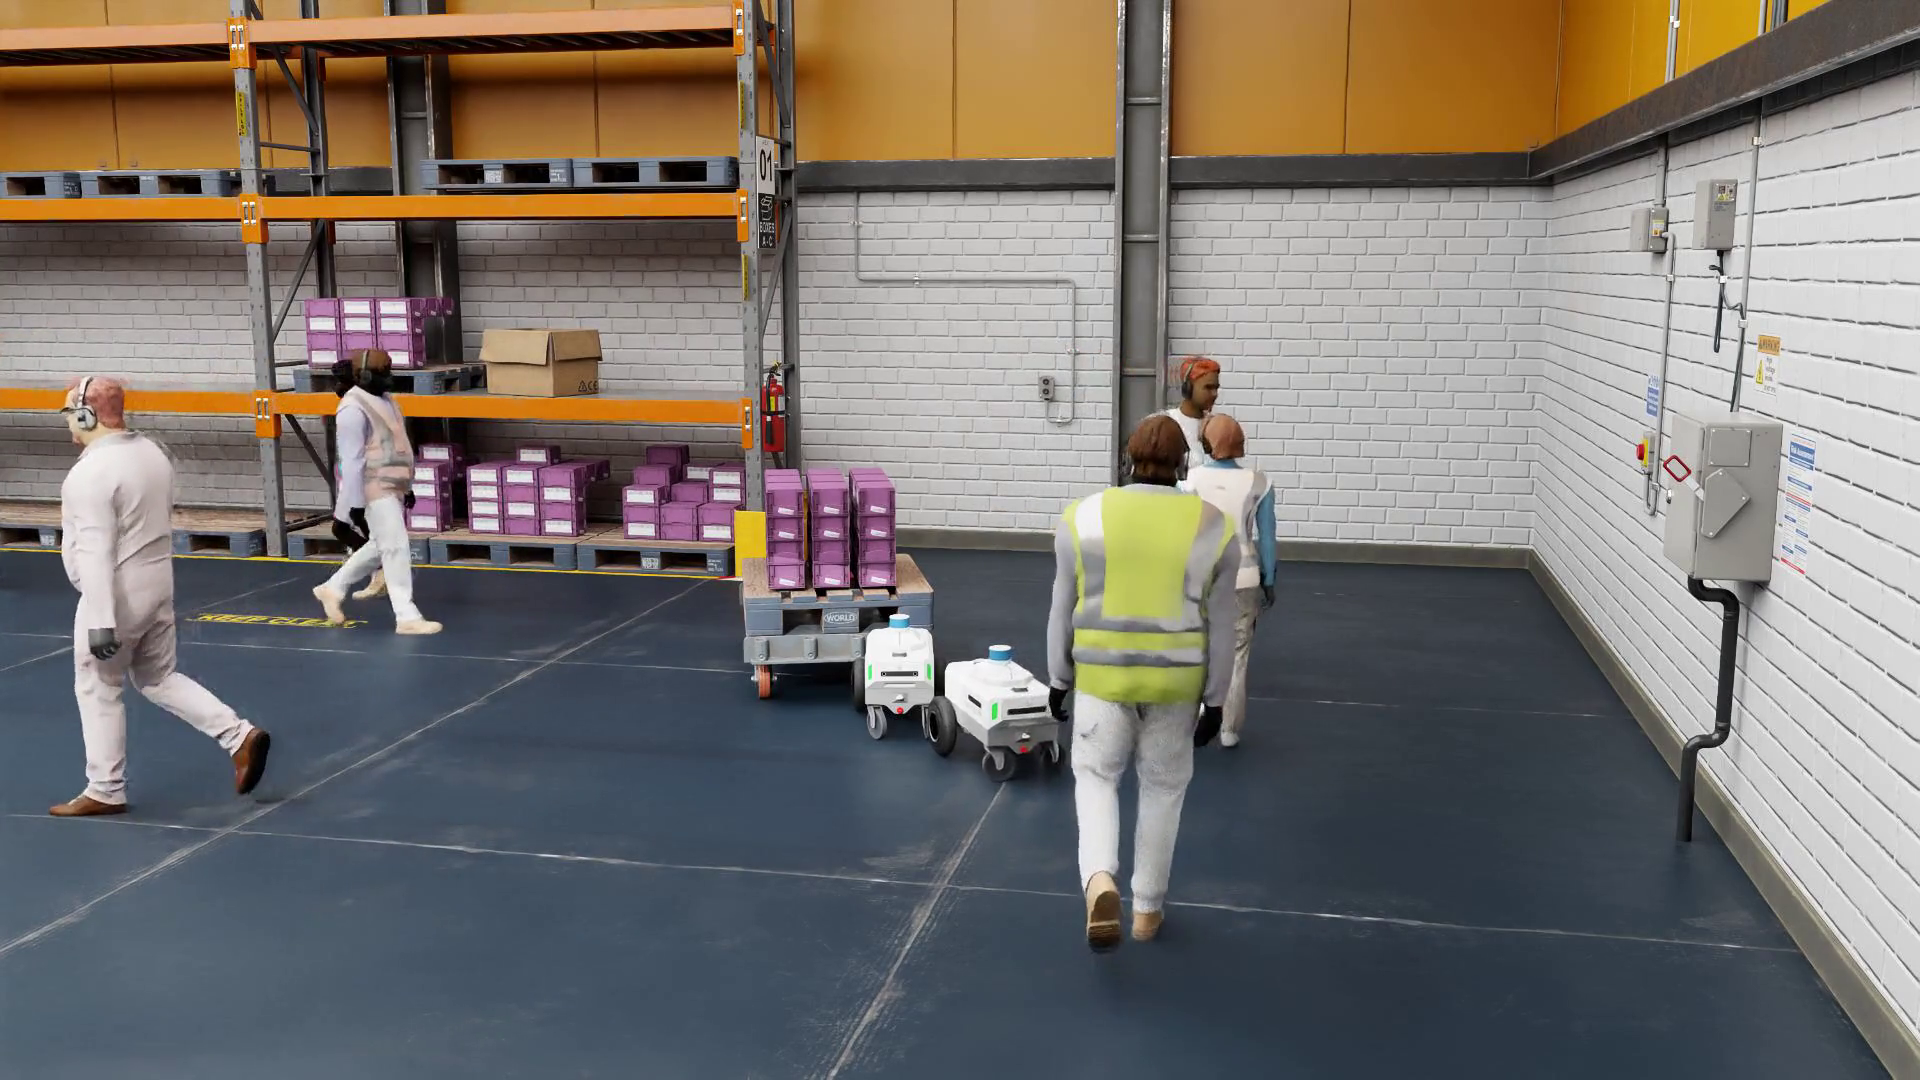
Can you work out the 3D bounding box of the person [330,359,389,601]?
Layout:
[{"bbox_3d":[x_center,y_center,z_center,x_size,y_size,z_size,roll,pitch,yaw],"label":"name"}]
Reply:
[{"bbox_3d":[-4.089,-0.393,11.329,0.377,1.679,0.553,-1,9,-7],"label":"person"}]

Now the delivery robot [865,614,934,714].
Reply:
[{"bbox_3d":[-0.304,0.618,8.367,0.477,0.478,0.707,0,9,-2],"label":"delivery robot"}]

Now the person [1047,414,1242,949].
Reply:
[{"bbox_3d":[0.607,0.502,5.557,0.648,1.823,0.638,1,9,7],"label":"person"}]

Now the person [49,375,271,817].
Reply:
[{"bbox_3d":[-3.414,0.243,6.973,0.810,1.878,0.655,0,9,0],"label":"person"}]

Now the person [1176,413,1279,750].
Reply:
[{"bbox_3d":[1.235,0.214,7.862,0.544,1.624,0.432,1,10,7],"label":"person"}]

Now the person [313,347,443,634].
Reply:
[{"bbox_3d":[-3.709,-0.308,10.456,0.799,1.816,0.632,0,9,-2],"label":"person"}]

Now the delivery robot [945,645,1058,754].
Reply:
[{"bbox_3d":[0.185,0.731,7.689,0.477,0.478,0.707,-3,10,-18],"label":"delivery robot"}]

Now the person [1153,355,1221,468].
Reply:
[{"bbox_3d":[1.125,-0.070,8.919,0.595,1.857,0.830,-6,11,-33],"label":"person"}]
